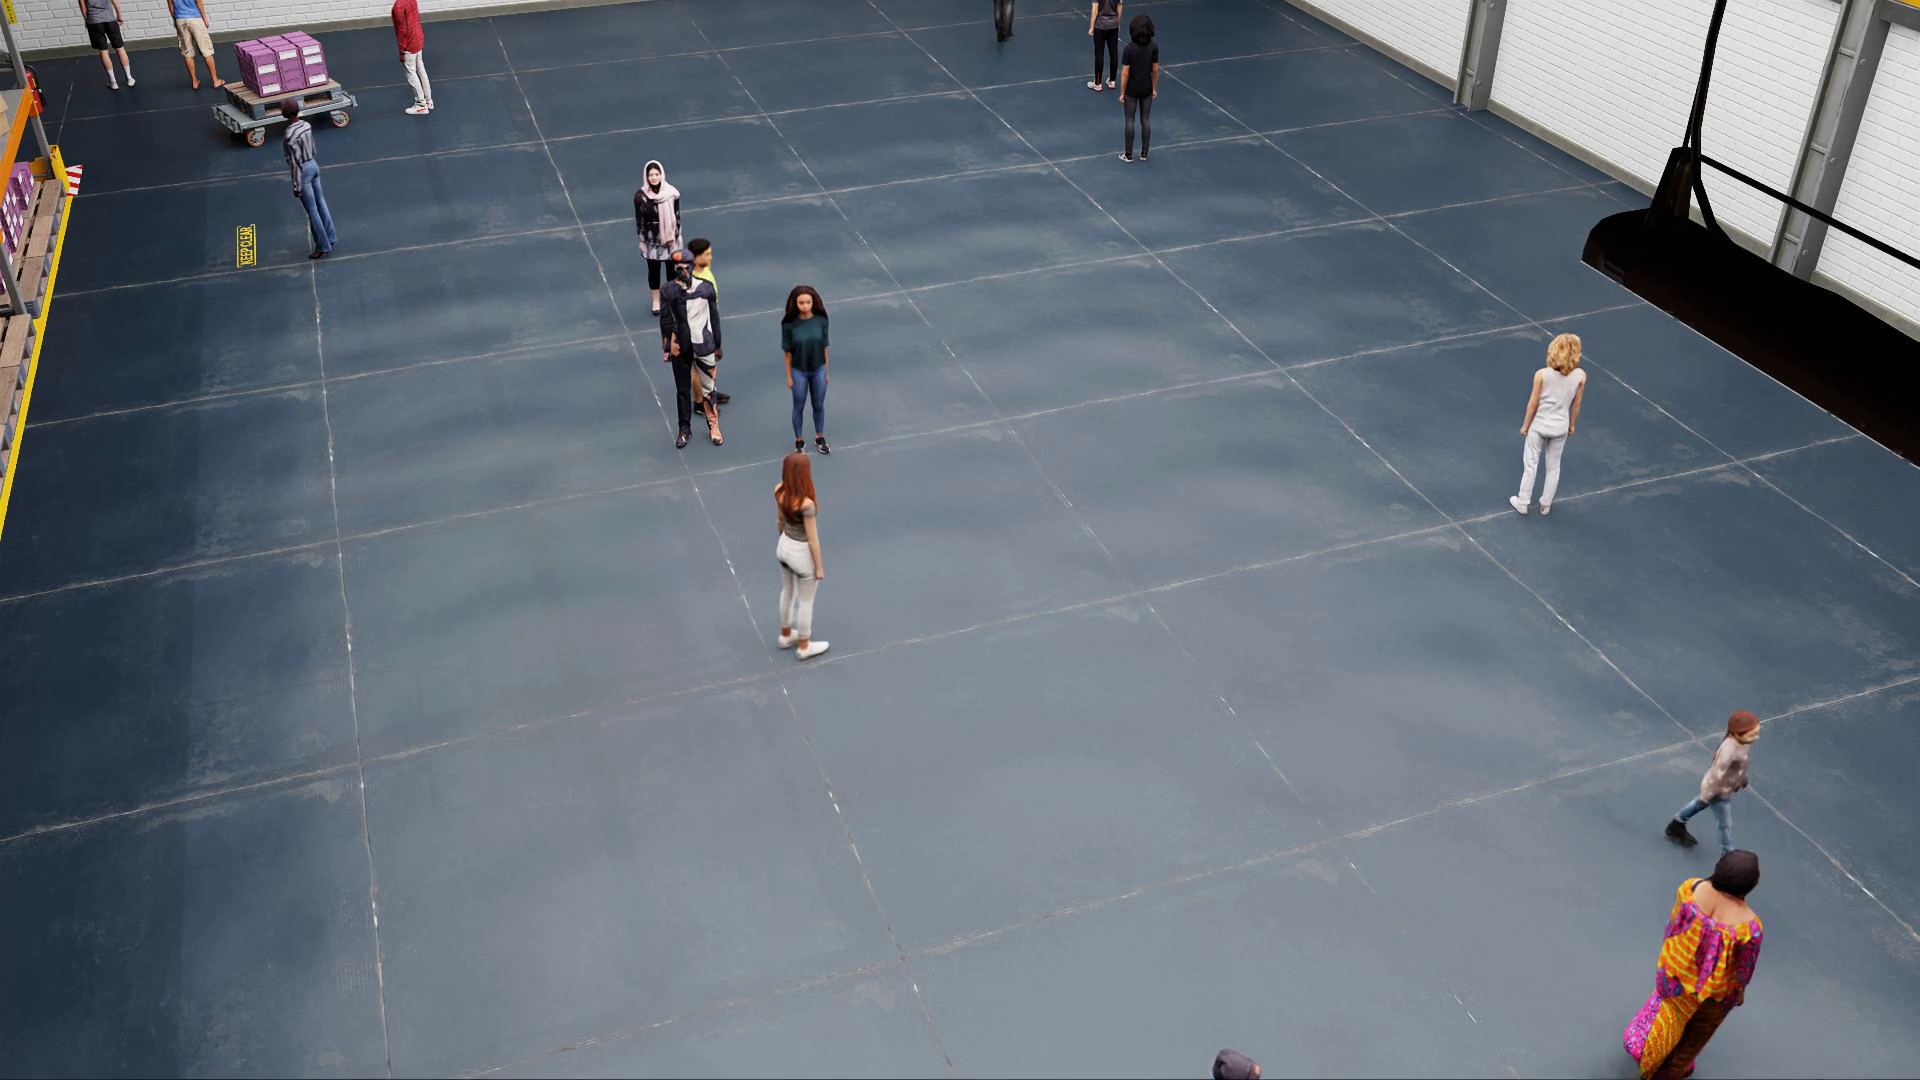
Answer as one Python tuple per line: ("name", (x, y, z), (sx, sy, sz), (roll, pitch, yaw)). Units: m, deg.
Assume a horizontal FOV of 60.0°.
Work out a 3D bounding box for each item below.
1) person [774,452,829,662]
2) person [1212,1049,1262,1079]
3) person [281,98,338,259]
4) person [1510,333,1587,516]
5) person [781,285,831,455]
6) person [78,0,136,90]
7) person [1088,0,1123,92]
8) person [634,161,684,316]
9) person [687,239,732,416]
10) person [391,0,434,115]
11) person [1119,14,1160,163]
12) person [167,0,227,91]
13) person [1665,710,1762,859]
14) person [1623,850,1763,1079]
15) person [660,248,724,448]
("person", (-1.206, 0.118, 12.236), (0.581, 1.719, 0.714), (29, 43, 36))
("person", (1.202, 3.017, 7.806), (0.754, 1.794, 0.626), (3, 34, 5))
("person", (-7.208, -3.999, 18.360), (0.753, 1.796, 0.609), (3, 34, 4))
("person", (4.929, -0.966, 13.910), (0.663, 1.671, 0.656), (1, 34, 1))
("person", (-1.356, -1.514, 14.783), (0.598, 1.617, 0.592), (-10, 35, -14))
("person", (-11.965, -7.253, 23.187), (0.712, 1.871, 0.636), (-21, 39, -28))
("person", (2.031, -7.161, 23.146), (0.654, 1.764, 0.553), (-14, 36, -20))
("person", (-3.104, -3.147, 17.222), (0.623, 1.637, 0.612), (-12, 36, -18))
("person", (-2.406, -1.990, 15.416), (0.757, 1.708, 0.655), (8, 34, 11))
("person", (-7.391, -6.677, 22.366), (0.819, 1.820, 0.701), (6, 34, 9))
("person", (2.234, -5.653, 20.813), (0.665, 1.835, 0.564), (-7, 34, -10))
("person", (-10.750, -7.246, 23.185), (0.689, 1.862, 0.609), (-5, 34, -8))
("person", (4.799, 1.536, 10.598), (0.880, 1.169, 0.731), (26, 41, 33))
("person", (3.958, 2.322, 8.965), (0.759, 1.669, 0.723), (-17, 37, -23))
("person", (-2.383, -1.723, 14.851), (0.739, 1.890, 0.671), (-4, 34, -6))
